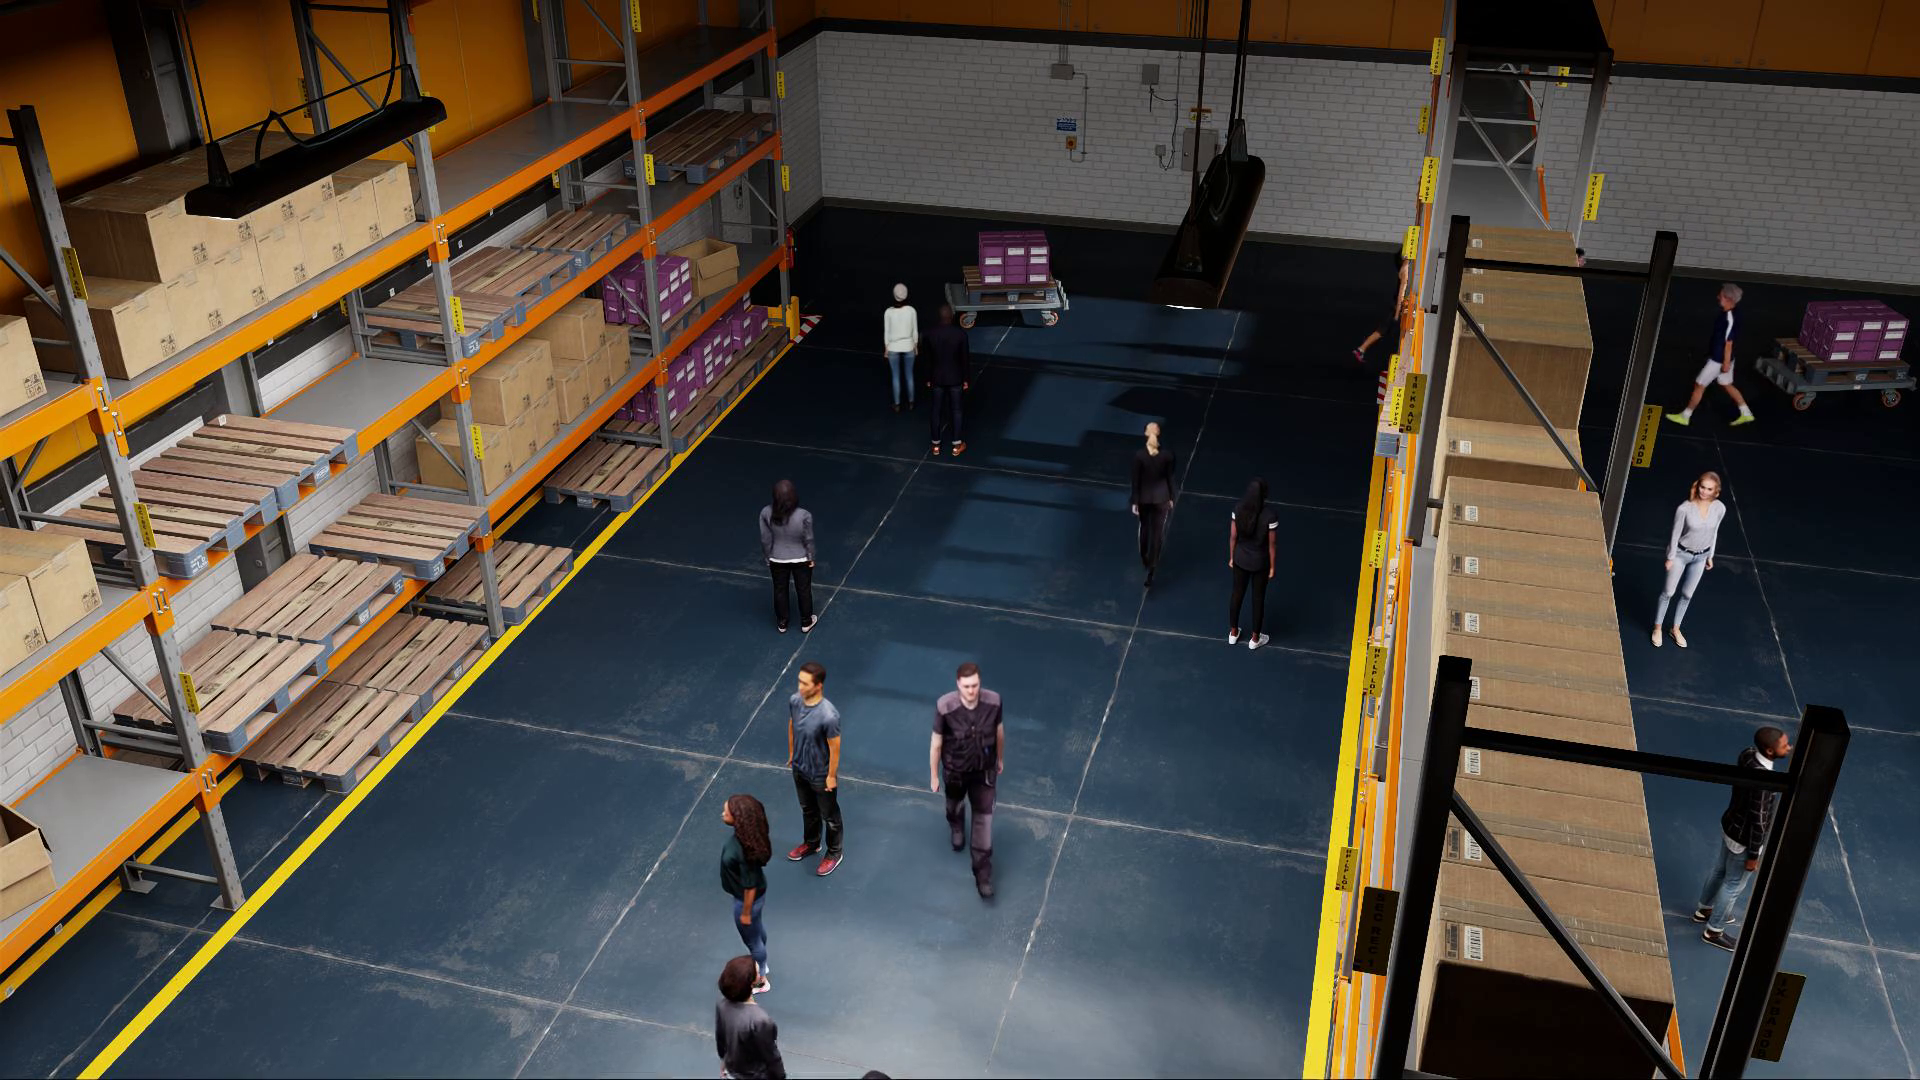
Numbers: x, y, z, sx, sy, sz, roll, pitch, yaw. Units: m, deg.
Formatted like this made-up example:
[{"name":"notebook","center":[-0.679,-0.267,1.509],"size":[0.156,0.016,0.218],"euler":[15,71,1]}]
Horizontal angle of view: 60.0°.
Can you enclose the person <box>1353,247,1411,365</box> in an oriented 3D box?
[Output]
[{"name":"person","center":[5.528,-2.964,21.238],"size":[0.798,1.690,1.123],"euler":[1,29,2]}]

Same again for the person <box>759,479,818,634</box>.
[{"name":"person","center":[-1.599,0.144,15.638],"size":[0.710,1.597,0.702],"euler":[3,29,5]}]

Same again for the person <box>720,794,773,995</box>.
[{"name":"person","center":[-1.453,2.423,11.438],"size":[0.738,1.617,0.635],"euler":[-2,29,-4]}]

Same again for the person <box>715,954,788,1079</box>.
[{"name":"person","center":[-1.293,3.211,9.846],"size":[0.754,1.758,0.802],"euler":[25,37,37]}]

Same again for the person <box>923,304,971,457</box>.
[{"name":"person","center":[-0.157,-1.839,19.041],"size":[0.712,1.818,0.627],"euler":[4,29,8]}]

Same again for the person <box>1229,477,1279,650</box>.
[{"name":"person","center":[2.702,0.196,15.391],"size":[0.675,1.742,0.661],"euler":[16,33,27]}]

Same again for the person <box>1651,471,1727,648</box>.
[{"name":"person","center":[6.743,0.166,15.392],"size":[0.628,1.794,0.564],"euler":[1,29,2]}]

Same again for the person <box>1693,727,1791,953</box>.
[{"name":"person","center":[5.561,2.085,11.846],"size":[0.734,1.821,0.513],"euler":[5,29,9]}]

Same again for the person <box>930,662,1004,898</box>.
[{"name":"person","center":[0.045,1.689,12.596],"size":[1.059,1.799,1.326],"euler":[-4,29,-7]}]

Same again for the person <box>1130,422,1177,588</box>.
[{"name":"person","center":[1.897,-0.321,16.404],"size":[0.697,1.679,1.069],"euler":[4,29,7]}]

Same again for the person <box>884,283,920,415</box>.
[{"name":"person","center":[-0.712,-2.330,20.123],"size":[0.639,1.644,0.627],"euler":[-6,29,-10]}]

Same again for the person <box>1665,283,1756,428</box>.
[{"name":"person","center":[9.055,-2.124,19.588],"size":[0.834,1.796,1.199],"euler":[11,31,20]}]

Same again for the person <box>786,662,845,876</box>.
[{"name":"person","center":[-1.086,1.699,12.564],"size":[0.723,1.810,0.698],"euler":[22,36,35]}]
